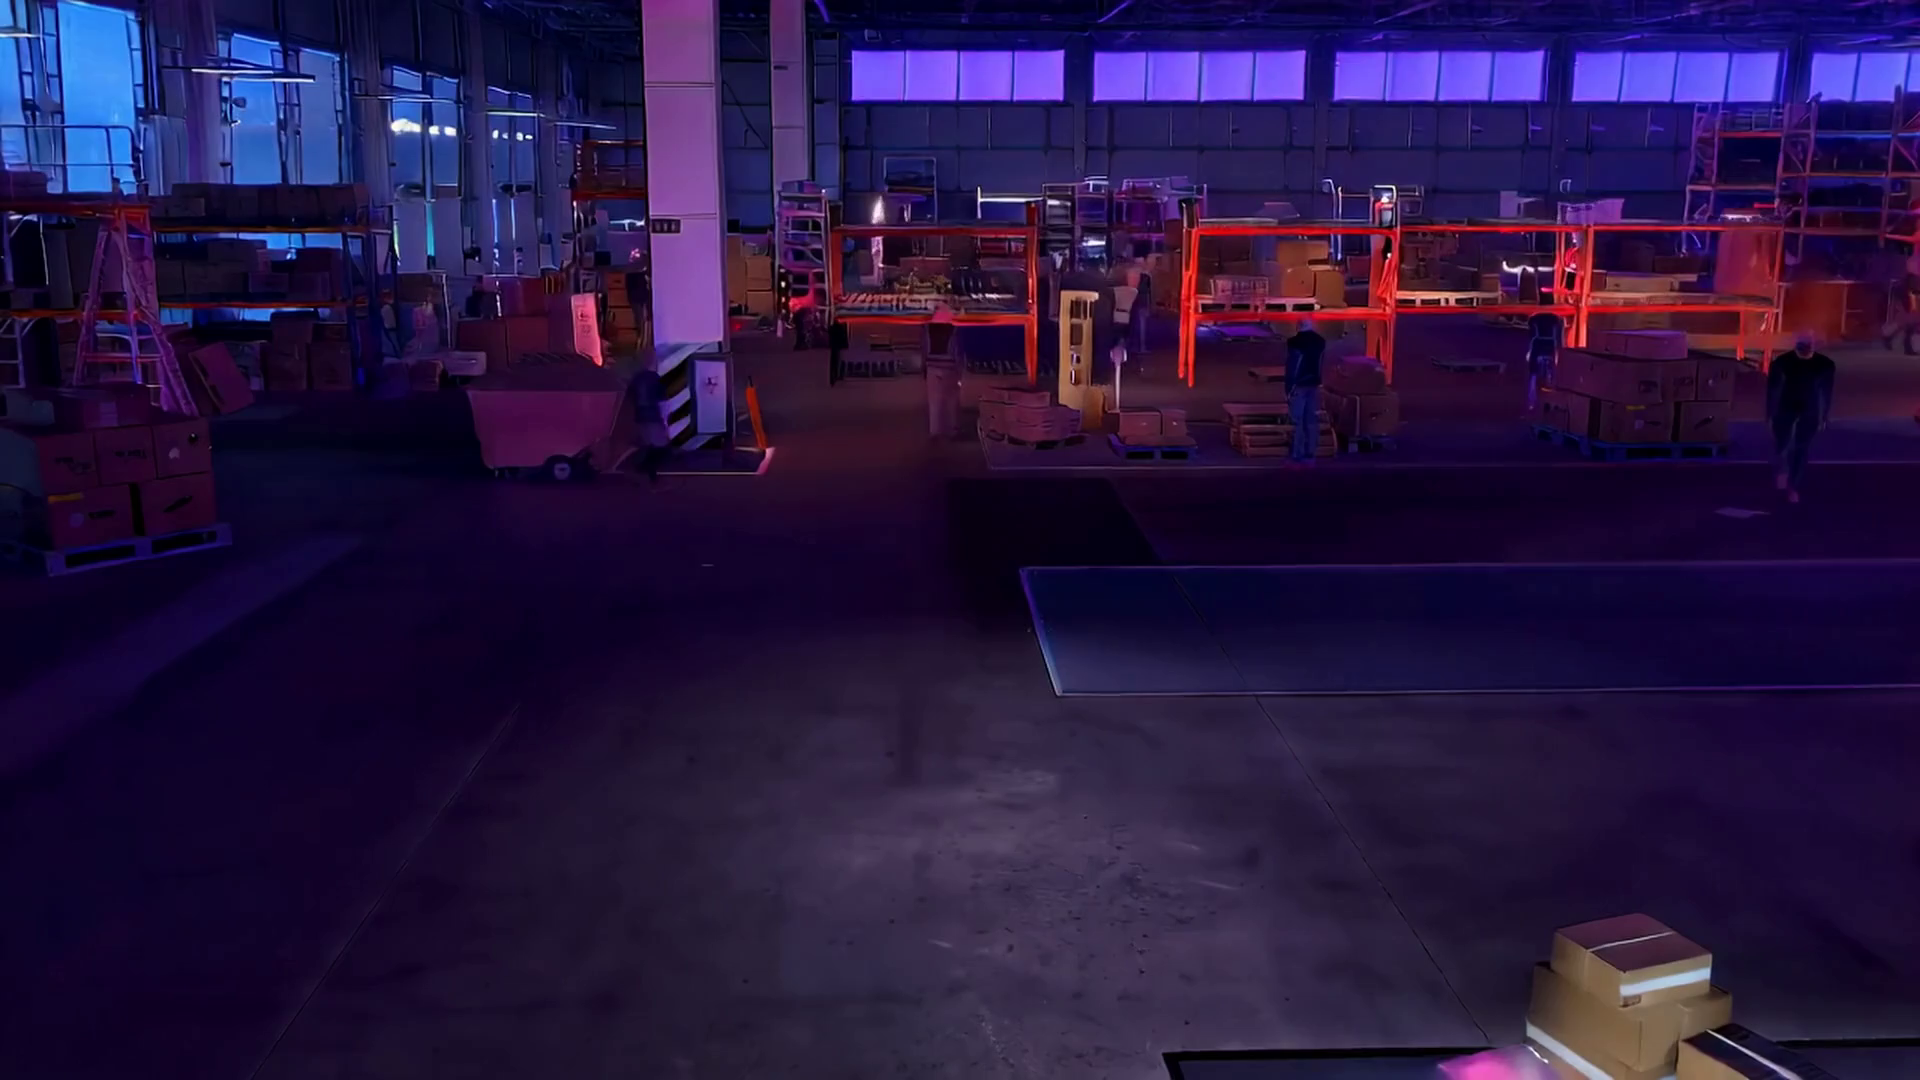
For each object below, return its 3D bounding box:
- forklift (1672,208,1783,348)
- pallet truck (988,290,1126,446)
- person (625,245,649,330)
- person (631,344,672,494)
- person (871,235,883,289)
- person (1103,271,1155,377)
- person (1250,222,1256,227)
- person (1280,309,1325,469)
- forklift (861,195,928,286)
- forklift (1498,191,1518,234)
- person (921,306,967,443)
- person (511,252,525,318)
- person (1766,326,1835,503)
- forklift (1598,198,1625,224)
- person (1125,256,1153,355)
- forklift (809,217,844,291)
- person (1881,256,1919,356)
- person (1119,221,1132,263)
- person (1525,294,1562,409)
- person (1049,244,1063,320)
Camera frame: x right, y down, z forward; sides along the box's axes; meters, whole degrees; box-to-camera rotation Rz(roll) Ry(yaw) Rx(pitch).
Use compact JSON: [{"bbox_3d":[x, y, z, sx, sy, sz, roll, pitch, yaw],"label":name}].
[{"bbox_3d":[15.689,-5.342,33.842,1.873,2.768,1.129,0,12,-2],"label":"forklift"},{"bbox_3d":[1.257,-2.299,22.111,1.885,1.965,0.823,-9,15,-35],"label":"pallet truck"},{"bbox_3d":[-7.322,-5.710,37.667,0.542,1.929,0.374,-6,14,-27],"label":"person"},{"bbox_3d":[-3.436,-1.319,18.374,0.452,1.685,0.548,-12,17,-43],"label":"person"},{"bbox_3d":[-2.550,-8.667,51.142,0.341,1.881,0.581,-6,14,-24],"label":"person"},{"bbox_3d":[2.923,-3.777,29.141,1.030,1.845,0.687,-11,16,-40],"label":"person"},{"bbox_3d":[10.392,-10.131,57.774,0.956,1.880,0.580,-4,13,-19],"label":"person"},{"bbox_3d":[4.140,-1.820,20.109,0.627,1.931,0.369,-10,16,-38],"label":"person"},{"bbox_3d":[-2.114,-9.479,52.520,1.873,2.768,1.129,6,14,26],"label":"forklift"},{"bbox_3d":[20.689,-11.779,62.903,1.873,2.768,1.129,0,12,-2],"label":"forklift"},{"bbox_3d":[-0.211,-2.229,22.258,0.649,1.785,0.966,4,13,17],"label":"person"},{"bbox_3d":[-10.810,-6.232,40.703,0.314,1.634,0.516,-7,14,-27],"label":"person"},{"bbox_3d":[9.168,-1.392,18.209,0.640,1.923,0.670,6,14,25],"label":"person"},{"bbox_3d":[18.268,-8.220,46.833,1.873,2.768,1.129,0,12,-2],"label":"forklift"},{"bbox_3d":[3.518,-4.602,32.669,0.594,1.924,0.372,8,15,33],"label":"person"},{"bbox_3d":[-4.375,-8.619,48.637,1.873,2.768,1.129,0,12,-2],"label":"forklift"},{"bbox_3d":[18.438,-4.550,32.387,0.564,1.945,0.630,1,13,6],"label":"person"},{"bbox_3d":[5.589,-9.825,56.249,0.435,1.926,0.655,-3,13,-15],"label":"person"},{"bbox_3d":[8.815,-2.838,25.145,0.524,1.738,0.337,3,13,14],"label":"person"},{"bbox_3d":[2.333,-6.242,40.292,0.342,1.839,0.501,3,13,14],"label":"person"}]
